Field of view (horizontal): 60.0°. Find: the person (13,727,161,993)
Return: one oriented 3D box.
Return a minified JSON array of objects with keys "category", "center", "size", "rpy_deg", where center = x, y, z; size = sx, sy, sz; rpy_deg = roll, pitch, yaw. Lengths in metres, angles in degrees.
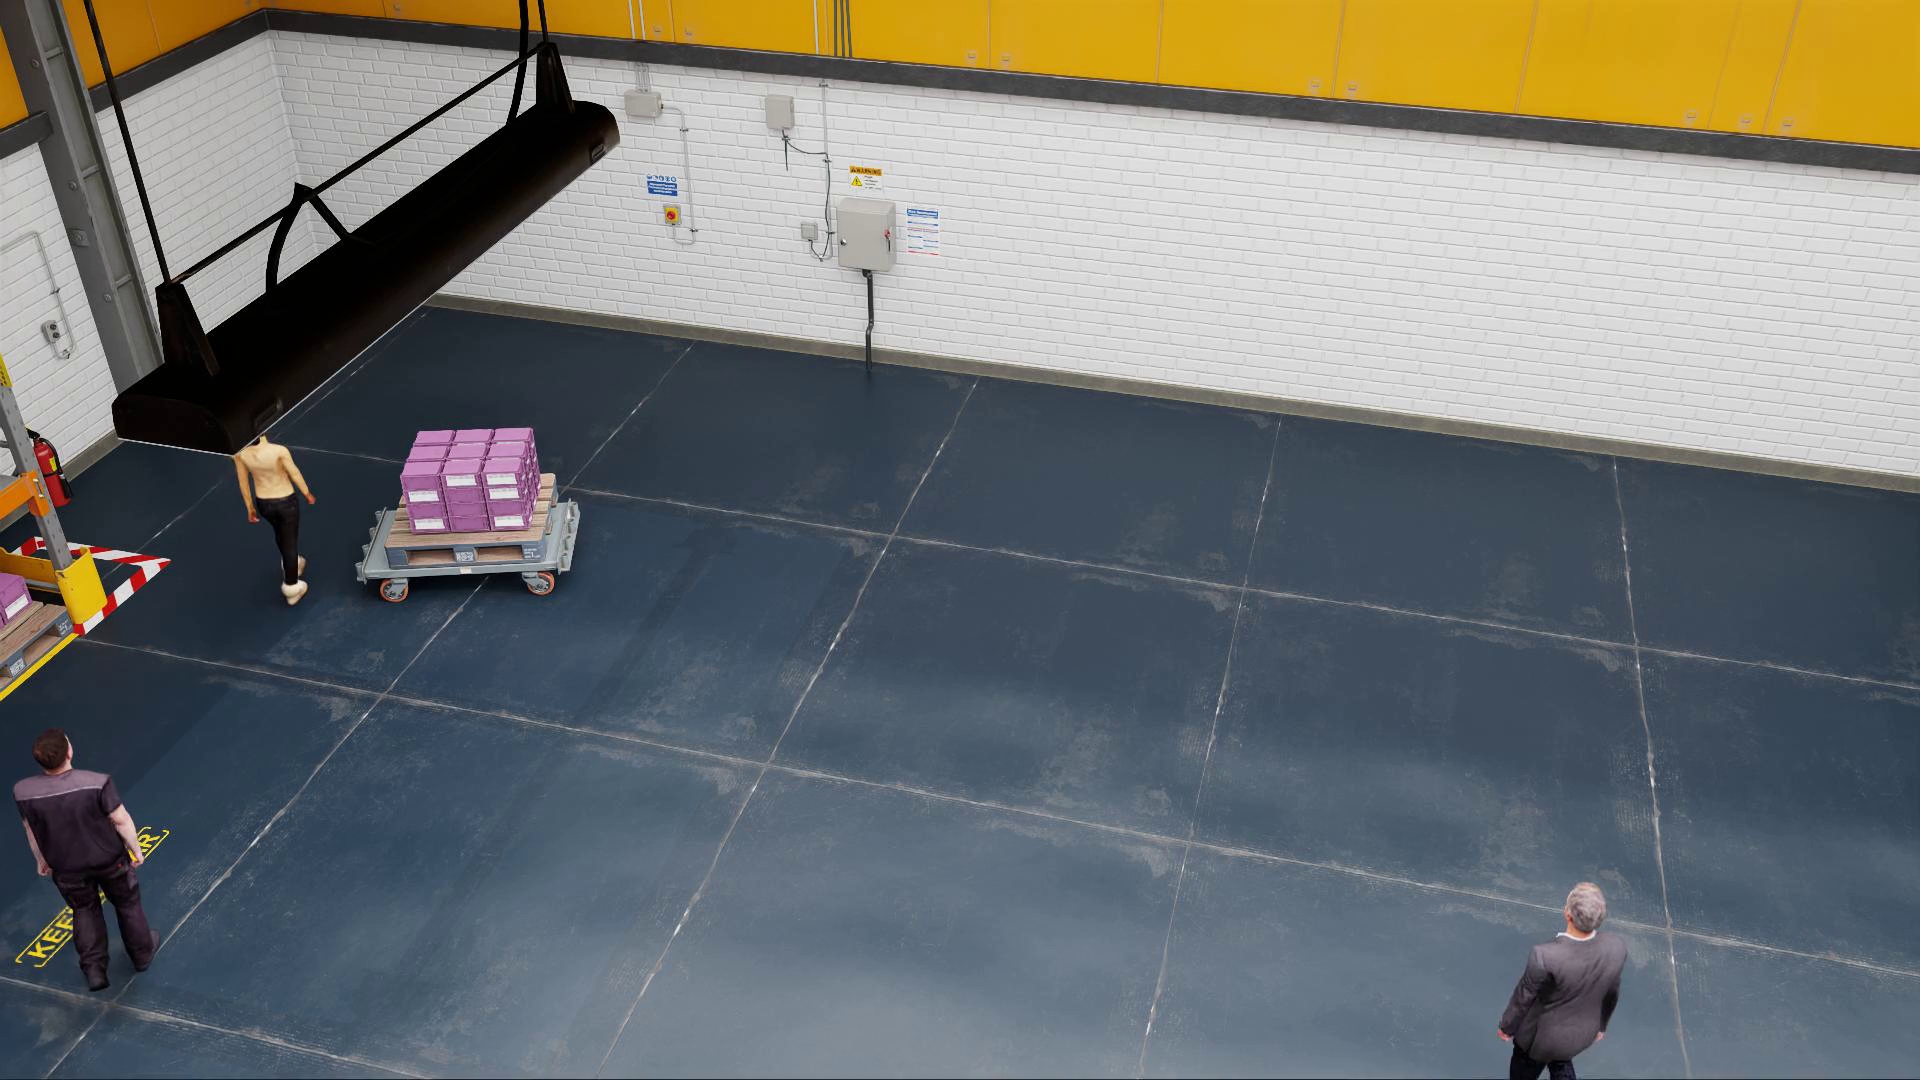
[{"category":"person","center":[-4.984,1.876,9.478],"size":[0.950,1.832,1.035],"rpy_deg":[-7,34,-11]}]

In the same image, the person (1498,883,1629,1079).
[{"category":"person","center":[3.074,2.537,8.491],"size":[0.913,1.823,0.962],"rpy_deg":[-8,35,-12]}]

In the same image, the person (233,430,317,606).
[{"category":"person","center":[-5.289,-0.229,12.818],"size":[0.688,1.640,0.864],"rpy_deg":[3,34,4]}]
